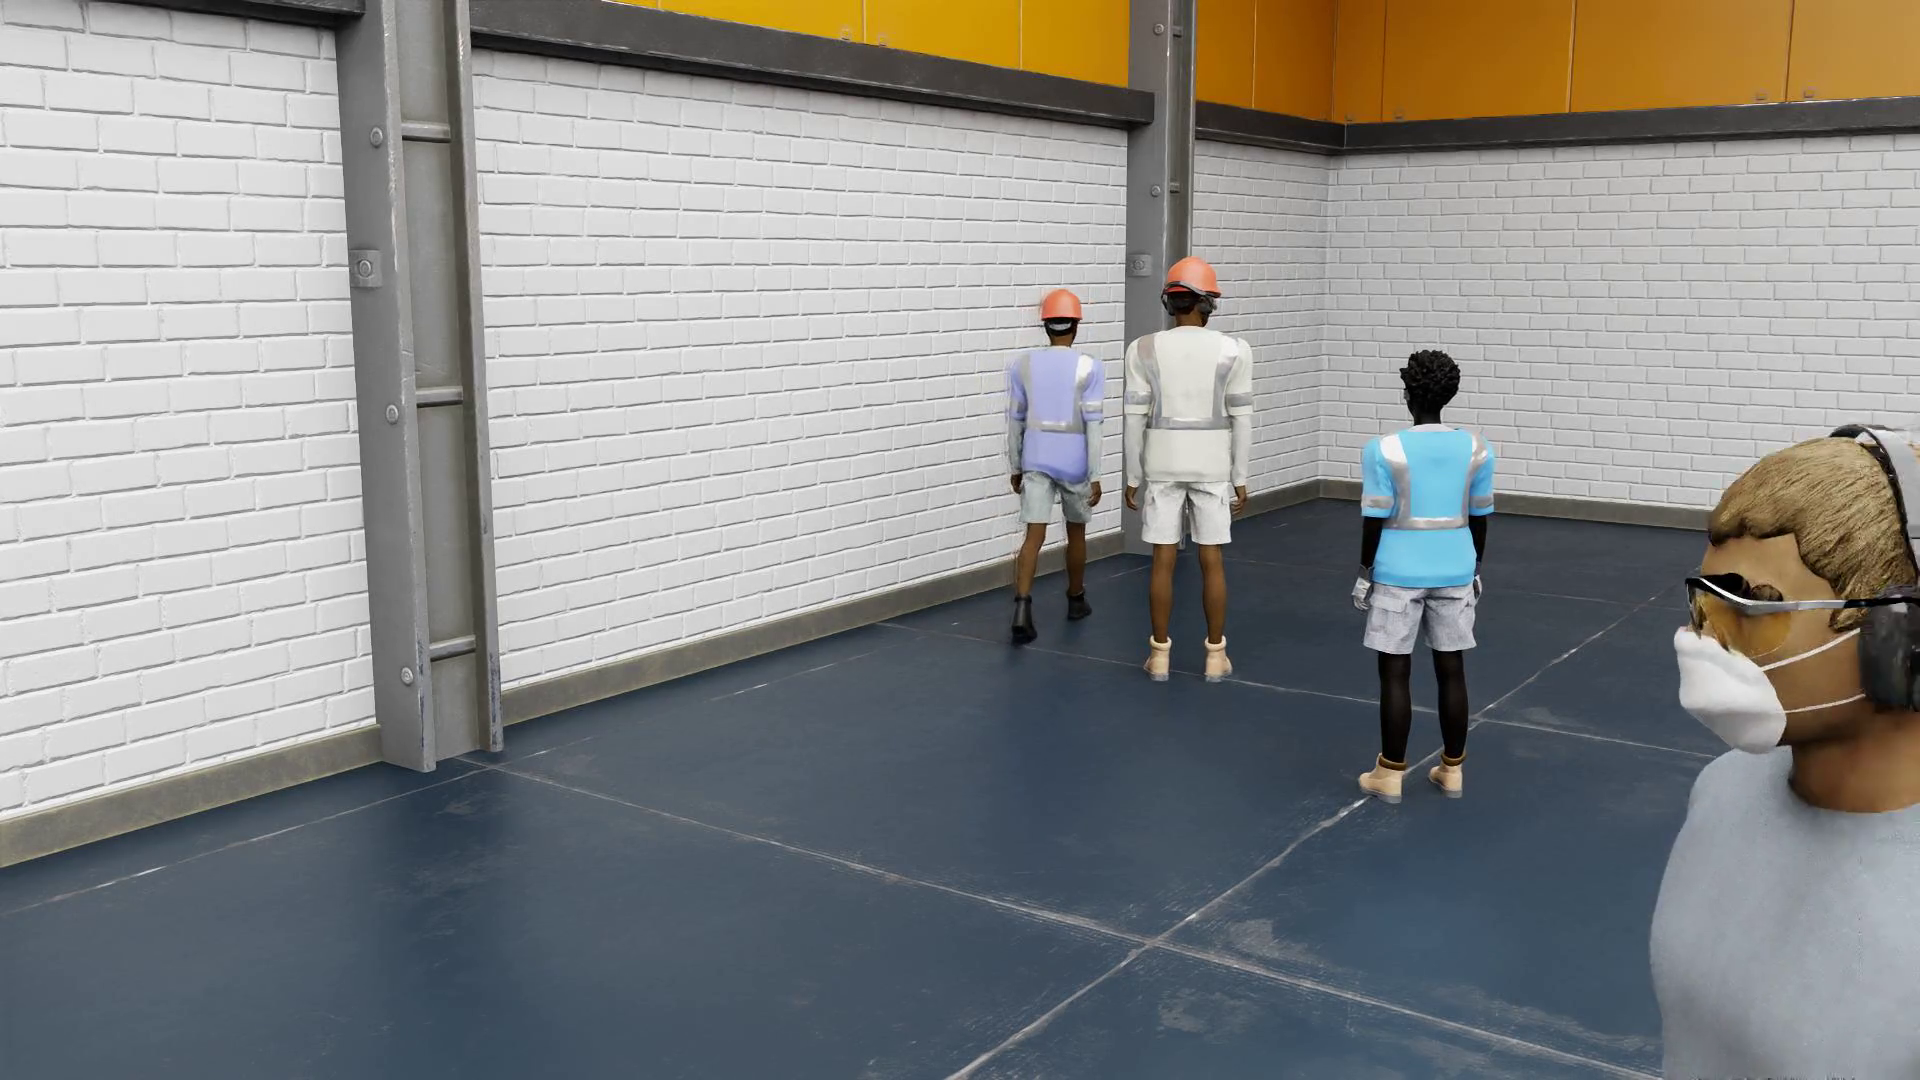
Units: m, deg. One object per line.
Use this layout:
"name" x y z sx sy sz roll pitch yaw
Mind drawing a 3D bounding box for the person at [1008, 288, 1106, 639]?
"person" 0.497 -0.417 9.011 0.566 1.887 1.009 3 10 19

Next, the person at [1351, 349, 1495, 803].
"person" 1.722 0.140 6.225 0.542 1.695 0.316 -2 10 -12

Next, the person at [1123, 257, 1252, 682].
"person" 1.089 -0.331 8.012 0.609 2.040 0.394 1 10 9

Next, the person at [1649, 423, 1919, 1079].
"person" 0.739 0.840 1.507 1.025 1.885 0.633 -1 10 -5
